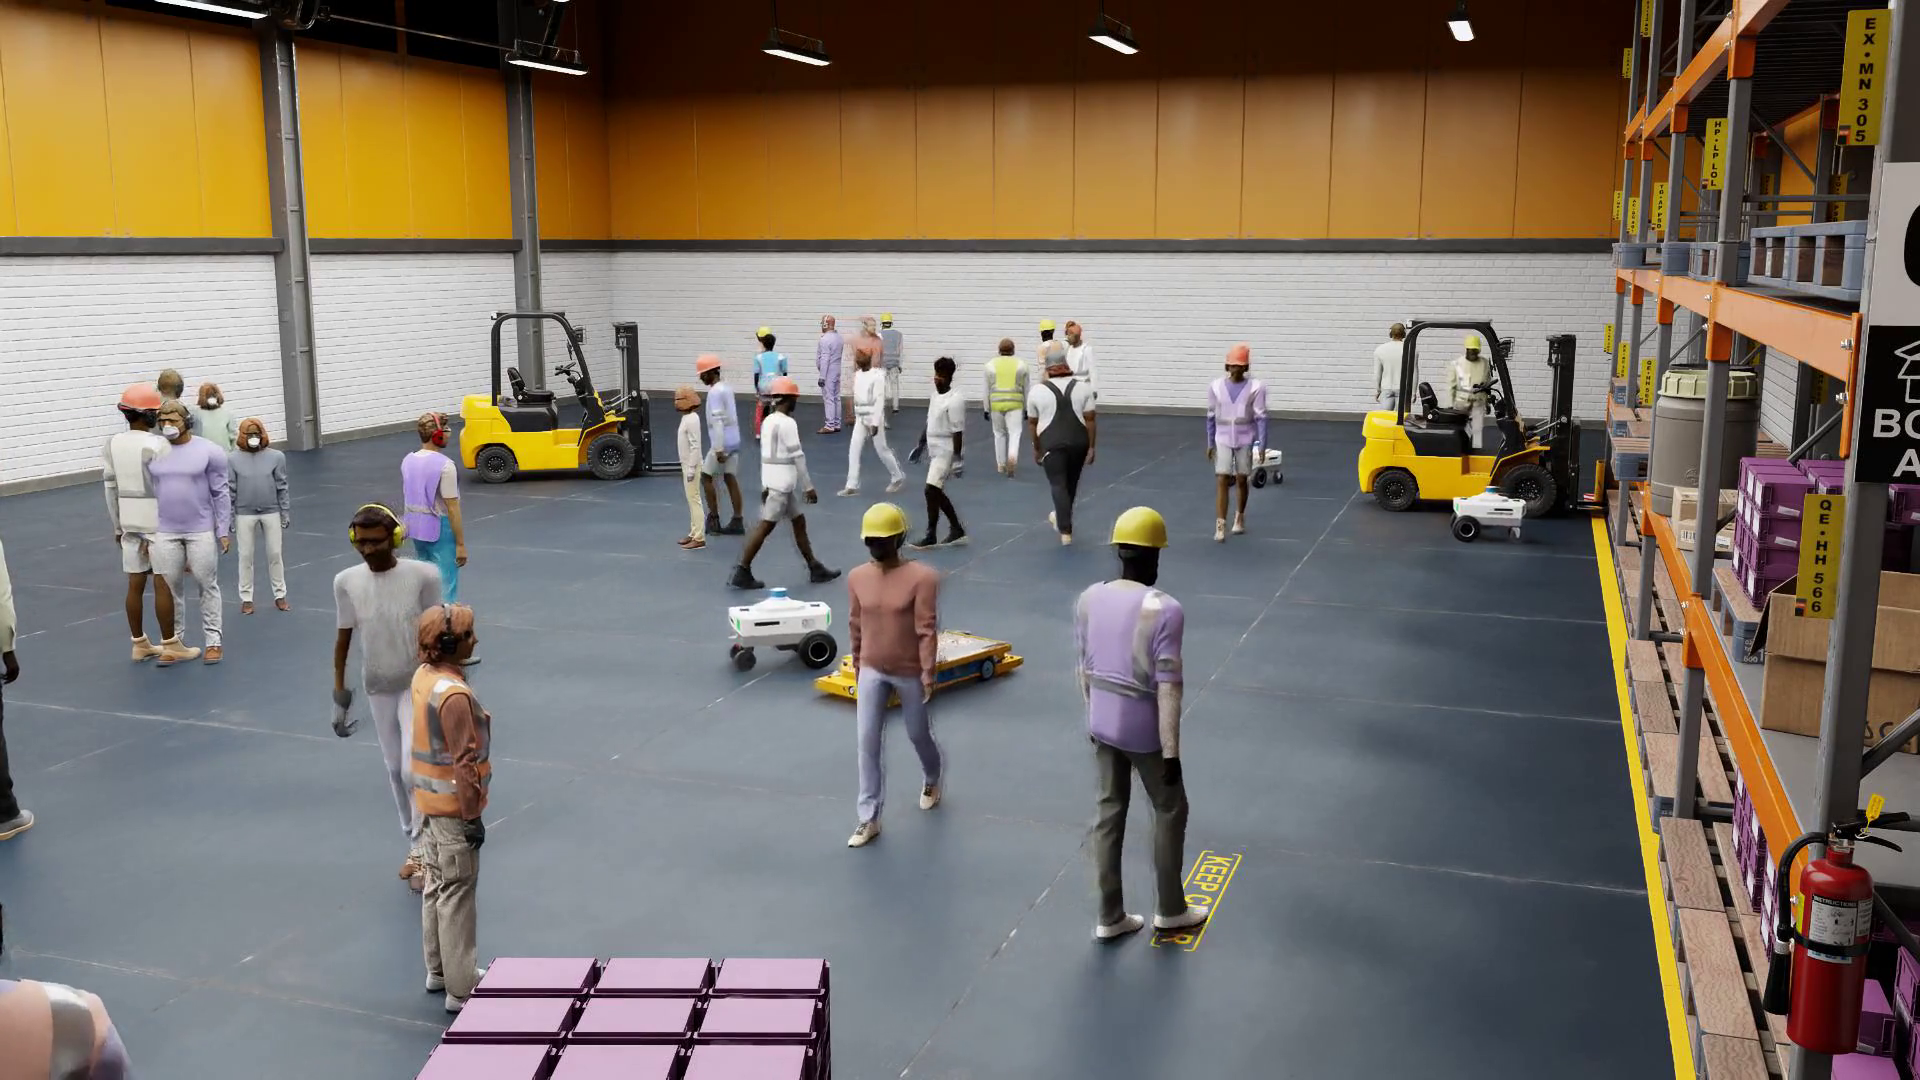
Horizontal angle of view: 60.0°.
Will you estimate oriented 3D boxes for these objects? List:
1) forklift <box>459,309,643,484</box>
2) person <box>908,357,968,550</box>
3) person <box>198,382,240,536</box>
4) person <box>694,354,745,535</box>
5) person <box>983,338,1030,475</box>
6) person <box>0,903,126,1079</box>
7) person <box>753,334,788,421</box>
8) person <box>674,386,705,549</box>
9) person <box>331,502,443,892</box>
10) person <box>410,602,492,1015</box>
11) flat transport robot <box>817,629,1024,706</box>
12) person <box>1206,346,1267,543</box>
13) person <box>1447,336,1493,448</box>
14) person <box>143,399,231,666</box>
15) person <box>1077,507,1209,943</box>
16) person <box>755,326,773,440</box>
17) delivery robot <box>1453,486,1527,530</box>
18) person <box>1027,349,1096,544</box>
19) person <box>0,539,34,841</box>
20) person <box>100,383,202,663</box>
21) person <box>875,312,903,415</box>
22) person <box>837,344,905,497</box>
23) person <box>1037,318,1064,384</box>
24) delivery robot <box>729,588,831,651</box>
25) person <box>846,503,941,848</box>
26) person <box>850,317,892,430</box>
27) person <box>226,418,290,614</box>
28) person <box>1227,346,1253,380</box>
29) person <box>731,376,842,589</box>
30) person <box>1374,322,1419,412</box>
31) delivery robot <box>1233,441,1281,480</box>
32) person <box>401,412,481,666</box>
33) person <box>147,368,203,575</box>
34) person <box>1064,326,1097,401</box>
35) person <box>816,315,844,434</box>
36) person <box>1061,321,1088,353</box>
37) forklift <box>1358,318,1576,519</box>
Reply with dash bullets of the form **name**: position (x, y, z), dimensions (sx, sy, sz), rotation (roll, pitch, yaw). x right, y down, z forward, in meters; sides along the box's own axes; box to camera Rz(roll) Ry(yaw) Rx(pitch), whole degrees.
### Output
- **forklift**: position (-5.354, -1.902, 21.697), dimensions (2.313, 2.155, 1.214), rotation (-2, 10, -13)
- **person**: position (-0.211, -0.865, 16.607), dimensions (0.600, 1.919, 0.640), rotation (-3, 10, -15)
- **person**: position (-7.803, -0.849, 17.393), dimensions (0.511, 1.622, 0.457), rotation (-8, 13, -36)
- **person**: position (-2.548, -0.991, 17.418), dimensions (0.672, 1.887, 0.573), rotation (2, 10, 12)
- **person**: position (0.616, -1.754, 21.945), dimensions (0.634, 1.820, 0.799), rotation (1, 10, 4)
- **person**: position (-2.000, 1.548, 3.379), dimensions (0.621, 1.811, 0.887), rotation (-10, 14, -43)
- **person**: position (-2.936, -2.360, 25.799), dimensions (0.534, 1.655, 0.874), rotation (0, 10, -1)
- **person**: position (-2.708, -0.724, 16.644), dimensions (0.269, 1.632, 0.509), rotation (-3, 10, -15)
- **person**: position (-2.668, 0.737, 7.821), dimensions (0.573, 1.837, 0.626), rotation (0, 10, 1)
- **person**: position (-2.012, 1.056, 6.605), dimensions (0.307, 1.639, 0.525), rotation (-6, 12, -32)
- **flat transport robot**: position (-0.255, 0.863, 11.545), dimensions (0.652, 0.197, 1.431), rotation (9, 13, 40)
- **person**: position (2.855, -0.995, 17.220), dimensions (0.631, 2.024, 0.890), rotation (3, 10, 16)
- **person**: position (6.925, -1.852, 22.528), dimensions (0.627, 1.793, 0.877), rotation (1, 10, 5)
- **person**: position (-5.590, -0.054, 12.009), dimensions (0.630, 1.938, 0.369), rotation (-2, 10, -9)
- **person**: position (0.822, 0.796, 7.282), dimensions (0.652, 1.908, 0.621), rotation (-9, 14, -43)
- **person**: position (-3.051, -2.451, 25.998), dimensions (0.326, 1.767, 0.533), rotation (0, 10, 0)
- **delivery robot**: position (5.444, -0.312, 17.096), dimensions (0.707, 0.478, 0.477), rotation (2, 10, 13)
- **person**: position (1.038, -1.018, 17.150), dimensions (0.692, 2.000, 1.038), rotation (-2, 10, -9)
- **person**: position (-5.095, 0.558, 8.420), dimensions (0.612, 1.990, 0.392), rotation (-2, 10, -10)
- **person**: position (-5.868, -0.113, 12.047), dimensions (0.605, 2.045, 0.387), rotation (3, 11, 18)
- **person**: position (-1.300, -3.135, 29.661), dimensions (0.588, 1.833, 0.404), rotation (-4, 11, -21)
- **person**: position (-1.060, -1.456, 20.180), dimensions (0.953, 1.845, 0.581), rotation (-10, 14, -44)
- **person**: position (1.337, -2.379, 25.132), dimensions (0.360, 1.929, 0.587), rotation (7, 12, 33)
- **delivery robot**: position (-1.302, 0.590, 12.018), dimensions (0.707, 0.478, 0.477), rotation (-3, 11, -16)
- **person**: position (-0.325, 0.647, 8.635), dimensions (0.526, 1.735, 0.831), rotation (4, 11, 19)
- **person**: position (-1.522, -2.752, 27.467), dimensions (0.626, 1.859, 0.968), rotation (-7, 12, -33)
- **person**: position (-5.796, -0.202, 13.727), dimensions (0.502, 1.627, 0.276), rotation (-6, 11, -29)
- **person**: position (3.866, -1.866, 23.067), dimensions (0.314, 1.636, 0.515), rotation (-4, 11, -23)
- **person**: position (-1.591, -0.504, 14.741), dimensions (1.036, 1.881, 0.550), rotation (-4, 11, -20)
- **person**: position (6.181, -2.110, 23.592), dimensions (0.630, 1.940, 0.372), rotation (4, 11, 24)
- **delivery robot**: position (3.747, -1.006, 21.002), dimensions (0.477, 0.478, 0.707), rotation (10, 14, 44)
- **person**: position (-3.770, 0.004, 11.945), dimensions (0.565, 1.846, 0.390), rotation (7, 12, 35)
- **person**: position (-7.183, -0.582, 15.051), dimensions (0.658, 1.916, 0.616), rotation (1, 10, 6)
- **person**: position (1.788, -2.293, 24.950), dimensions (0.872, 1.842, 0.619), rotation (-9, 13, -40)
- **person**: position (-2.121, -2.667, 26.818), dimensions (0.407, 1.908, 0.641), rotation (4, 11, 20)
- **person**: position (1.769, -2.525, 26.203), dimensions (0.507, 1.842, 0.351), rotation (-5, 11, -27)
- **forklift**: position (5.787, -1.437, 19.079), dimensions (2.313, 2.155, 1.214), rotation (3, 11, 19)
